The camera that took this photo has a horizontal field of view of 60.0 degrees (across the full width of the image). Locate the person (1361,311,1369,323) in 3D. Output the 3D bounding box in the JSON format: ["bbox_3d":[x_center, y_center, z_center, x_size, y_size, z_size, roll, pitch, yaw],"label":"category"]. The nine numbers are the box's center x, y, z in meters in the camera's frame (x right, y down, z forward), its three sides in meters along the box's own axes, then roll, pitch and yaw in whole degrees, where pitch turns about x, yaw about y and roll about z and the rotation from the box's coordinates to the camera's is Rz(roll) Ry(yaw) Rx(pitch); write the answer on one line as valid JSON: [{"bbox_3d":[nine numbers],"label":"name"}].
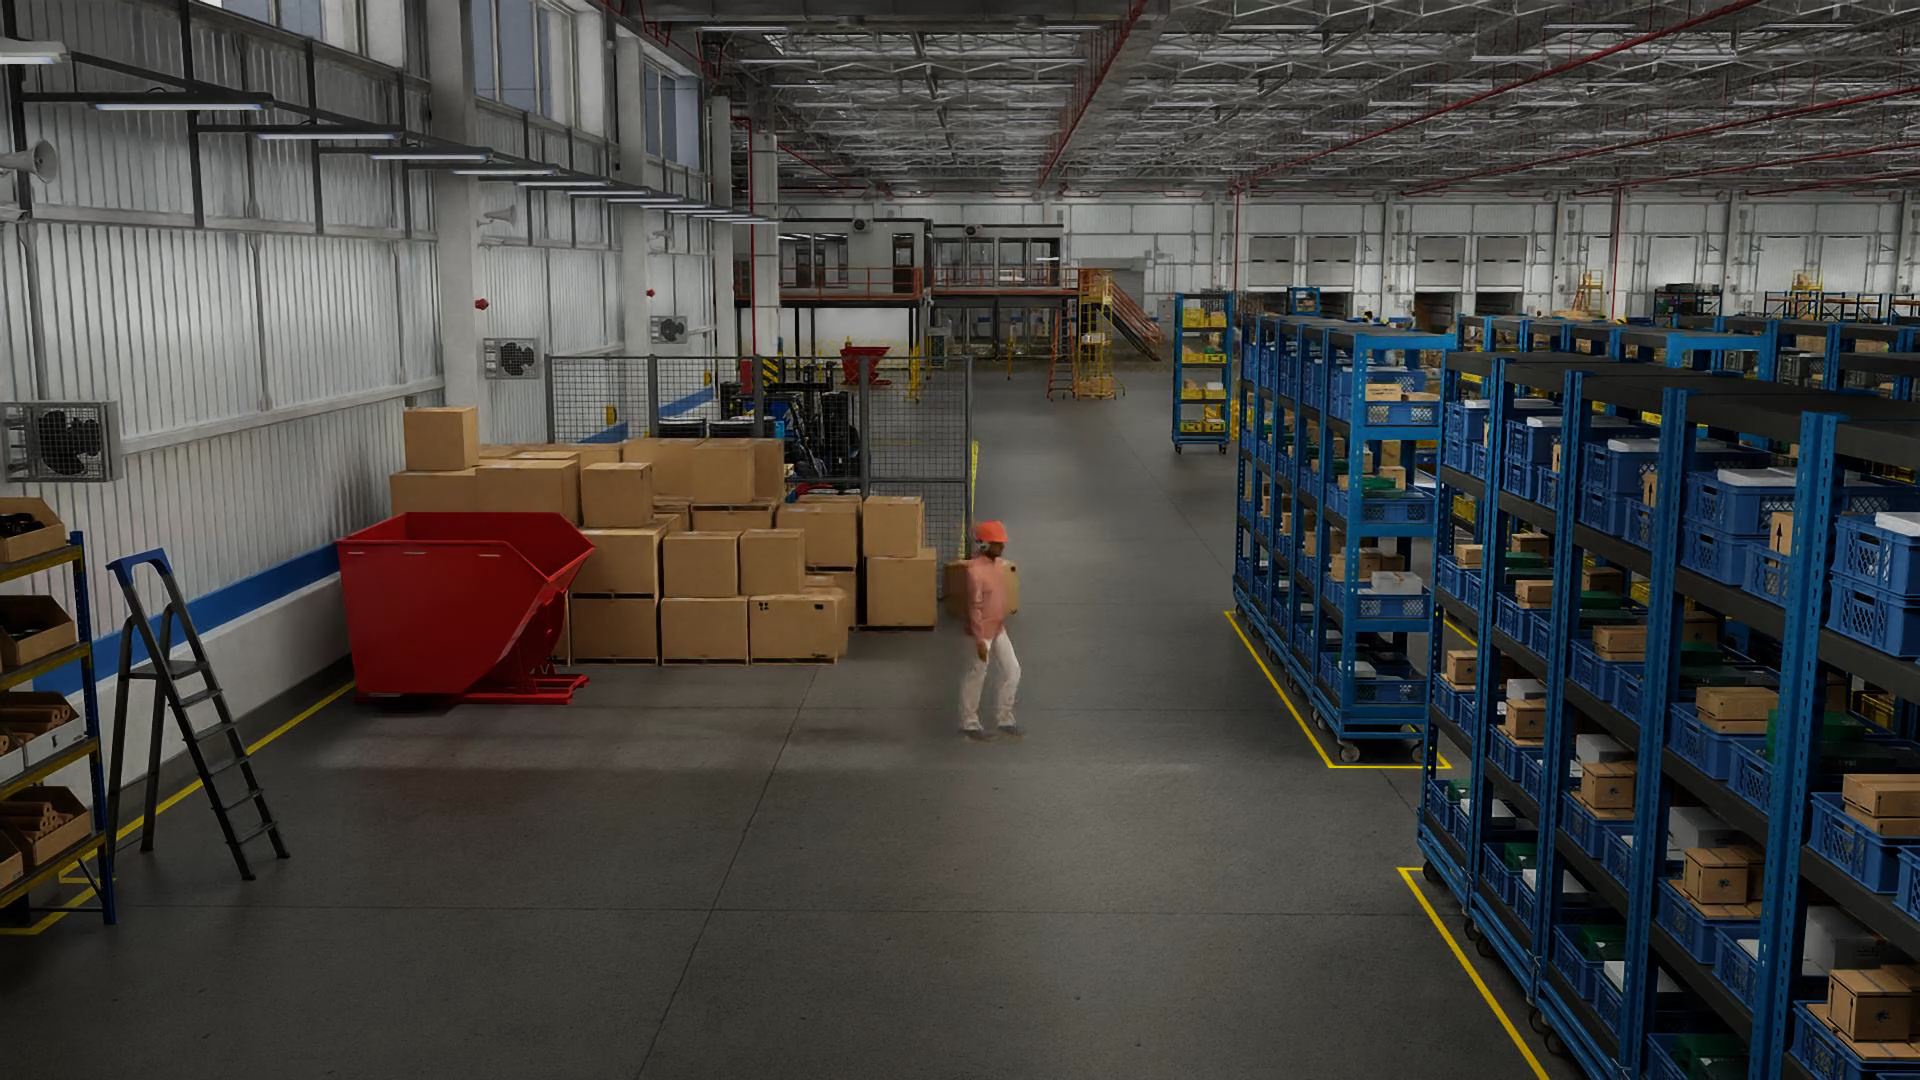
[{"bbox_3d":[22.977,-12.084,94.401,0.898,1.802,0.660,-6,11,-31],"label":"person"}]

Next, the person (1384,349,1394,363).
[{"bbox_3d":[14.273,-5.772,55.560,0.940,1.790,0.591,-1,9,-8],"label":"person"}]

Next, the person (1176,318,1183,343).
[{"bbox_3d":[10.540,-9.832,80.397,0.513,1.843,0.335,-7,11,-36],"label":"person"}]

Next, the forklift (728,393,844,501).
[{"bbox_3d":[-2.979,-1.316,26.476,2.680,1.987,1.157,0,9,1],"label":"forklift"}]

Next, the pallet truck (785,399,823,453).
[{"bbox_3d":[-3.814,-2.432,36.419,1.630,1.274,0.653,0,9,1],"label":"pallet truck"}]

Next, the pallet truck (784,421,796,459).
[{"bbox_3d":[-4.013,-1.793,32.705,1.601,1.201,0.680,0,9,1],"label":"pallet truck"}]

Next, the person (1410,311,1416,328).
[{"bbox_3d":[25.285,-11.859,92.867,0.429,1.854,0.556,5,10,28],"label":"person"}]

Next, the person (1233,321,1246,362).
[{"bbox_3d":[12.551,-8.925,74.754,0.585,1.862,1.027,-1,9,-4],"label":"person"}]

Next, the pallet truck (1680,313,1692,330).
[{"bbox_3d":[36.315,-10.531,84.244,0.823,1.965,1.885,-6,11,-33],"label":"pallet truck"}]

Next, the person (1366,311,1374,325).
[{"bbox_3d":[22.169,-11.435,90.053,0.592,1.922,0.392,-8,12,-39],"label":"person"}]

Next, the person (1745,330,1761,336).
[{"bbox_3d":[35.340,-8.910,74.109,0.698,2.000,0.540,8,12,41],"label":"person"}]

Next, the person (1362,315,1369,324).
[{"bbox_3d":[20.387,-10.343,83.454,0.963,1.886,0.592,-2,9,-9],"label":"person"}]

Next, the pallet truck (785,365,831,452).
[{"bbox_3d":[-3.774,-2.976,37.635,1.885,1.965,0.823,1,9,5],"label":"pallet truck"}]

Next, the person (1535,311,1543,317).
[{"bbox_3d":[32.099,-11.779,92.283,0.362,1.886,0.576,-9,13,-43],"label":"person"}]

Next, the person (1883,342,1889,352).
[{"bbox_3d":[33.800,-6.541,60.554,0.318,1.697,0.535,0,9,0],"label":"person"}]

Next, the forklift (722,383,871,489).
[{"bbox_3d":[-2.893,-1.687,28.729,2.680,1.987,1.157,0,9,-1],"label":"forklift"}]

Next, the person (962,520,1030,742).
[{"bbox_3d":[0.325,0.804,14.386,0.729,1.969,0.660,5,10,27],"label":"person"}]

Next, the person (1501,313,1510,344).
[{"bbox_3d":[28.636,-10.967,87.209,0.694,1.913,0.555,-7,11,-35],"label":"person"}]

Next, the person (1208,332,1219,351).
[{"bbox_3d":[11.393,-8.987,75.054,0.553,1.887,0.972,-2,9,-14],"label":"person"}]

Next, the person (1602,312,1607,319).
[{"bbox_3d":[34.027,-11.132,88.262,0.773,1.901,0.592,3,10,20],"label":"person"}]

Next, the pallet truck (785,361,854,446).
[{"bbox_3d":[-3.410,-3.193,38.978,1.885,1.965,0.823,0,9,-1],"label":"pallet truck"}]

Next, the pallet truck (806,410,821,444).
[{"bbox_3d":[-3.559,-2.018,33.905,1.522,1.261,0.704,0,9,-1],"label":"pallet truck"}]
